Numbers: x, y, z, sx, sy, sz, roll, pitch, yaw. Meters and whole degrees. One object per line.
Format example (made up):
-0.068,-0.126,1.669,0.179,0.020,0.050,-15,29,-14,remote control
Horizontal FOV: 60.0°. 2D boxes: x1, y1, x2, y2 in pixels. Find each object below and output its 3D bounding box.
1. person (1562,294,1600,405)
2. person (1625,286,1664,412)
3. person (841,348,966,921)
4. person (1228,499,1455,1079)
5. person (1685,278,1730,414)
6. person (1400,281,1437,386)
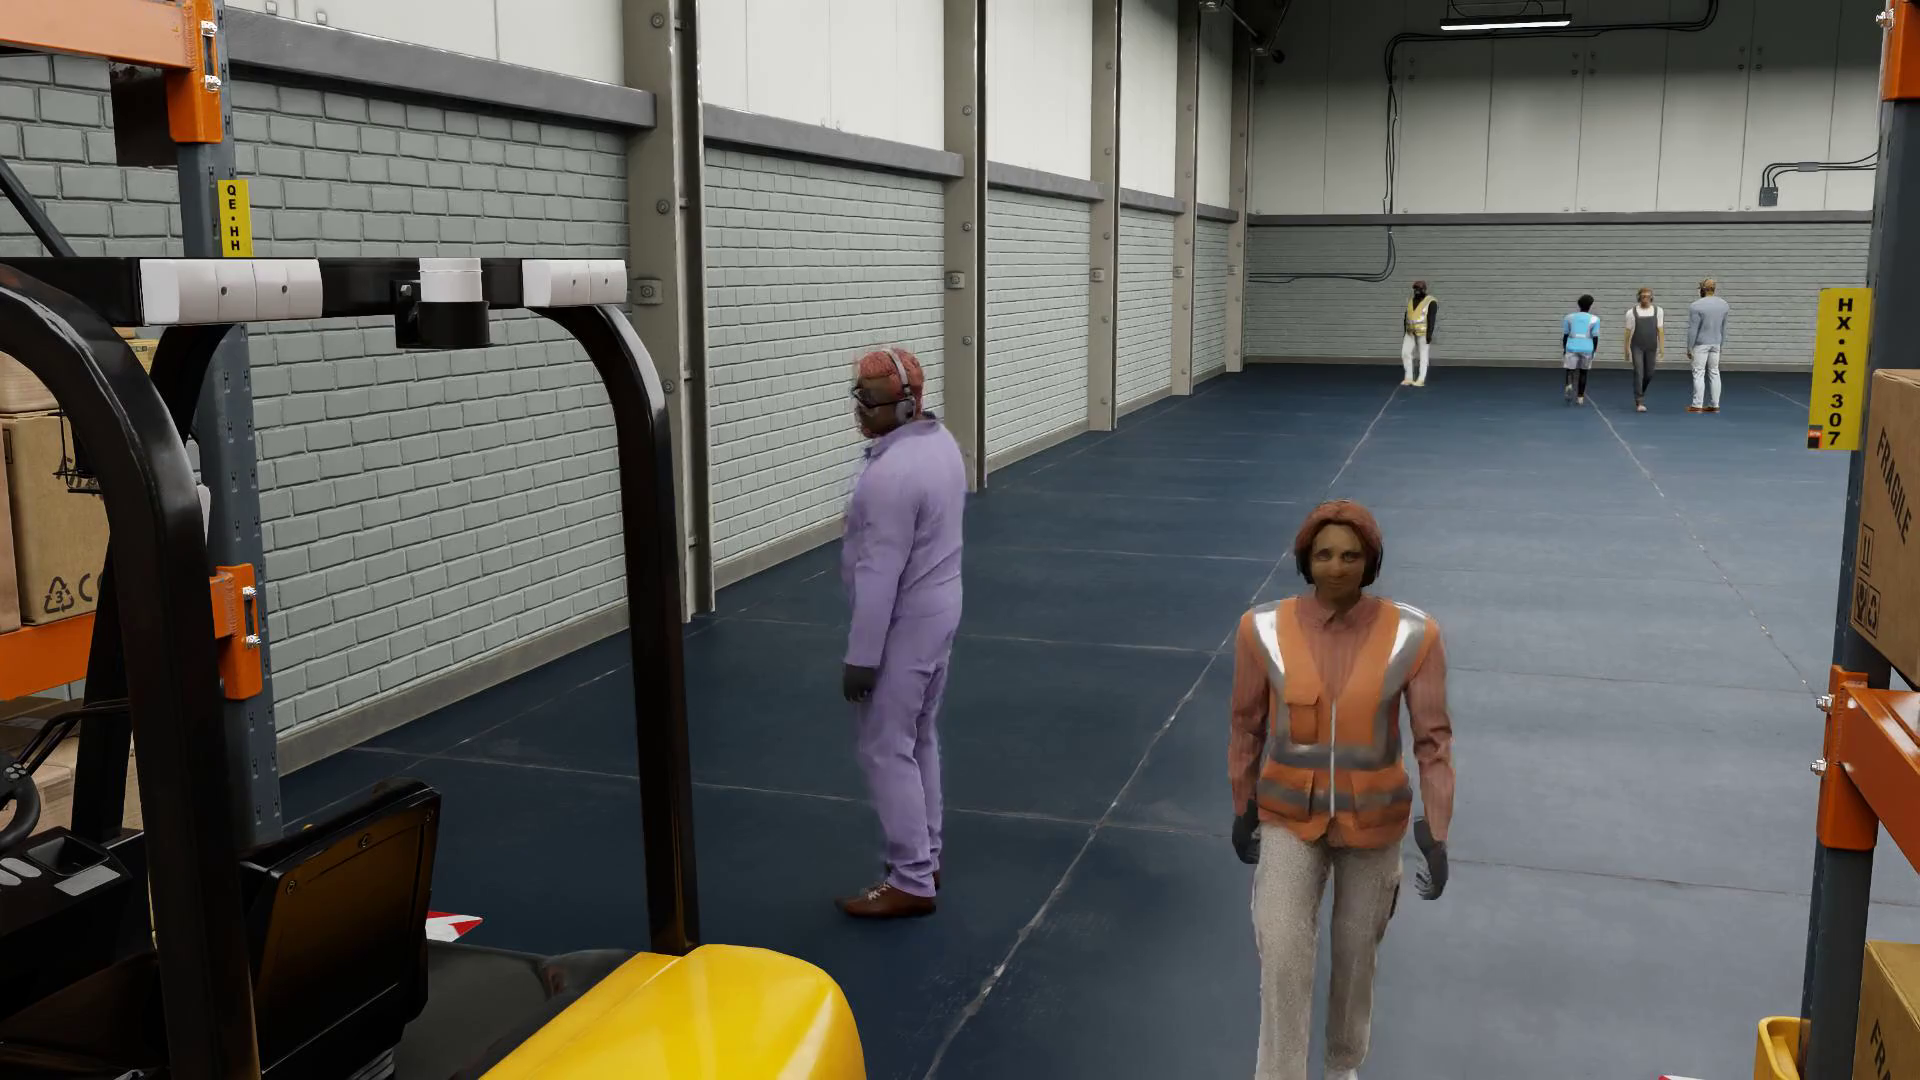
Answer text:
9.316,-2.853,25.001,0.543,1.675,0.565,5,11,27,person
9.921,-2.781,24.166,0.526,1.829,0.768,2,10,9,person
-0.198,0.307,5.583,0.405,1.891,0.701,3,10,18,person
0.891,0.714,3.957,0.536,1.603,0.812,2,10,14,person
10.648,-2.763,23.742,0.625,1.933,0.360,-2,10,-14,person
7.872,-3.552,28.729,0.595,1.823,0.660,-8,12,-40,person
